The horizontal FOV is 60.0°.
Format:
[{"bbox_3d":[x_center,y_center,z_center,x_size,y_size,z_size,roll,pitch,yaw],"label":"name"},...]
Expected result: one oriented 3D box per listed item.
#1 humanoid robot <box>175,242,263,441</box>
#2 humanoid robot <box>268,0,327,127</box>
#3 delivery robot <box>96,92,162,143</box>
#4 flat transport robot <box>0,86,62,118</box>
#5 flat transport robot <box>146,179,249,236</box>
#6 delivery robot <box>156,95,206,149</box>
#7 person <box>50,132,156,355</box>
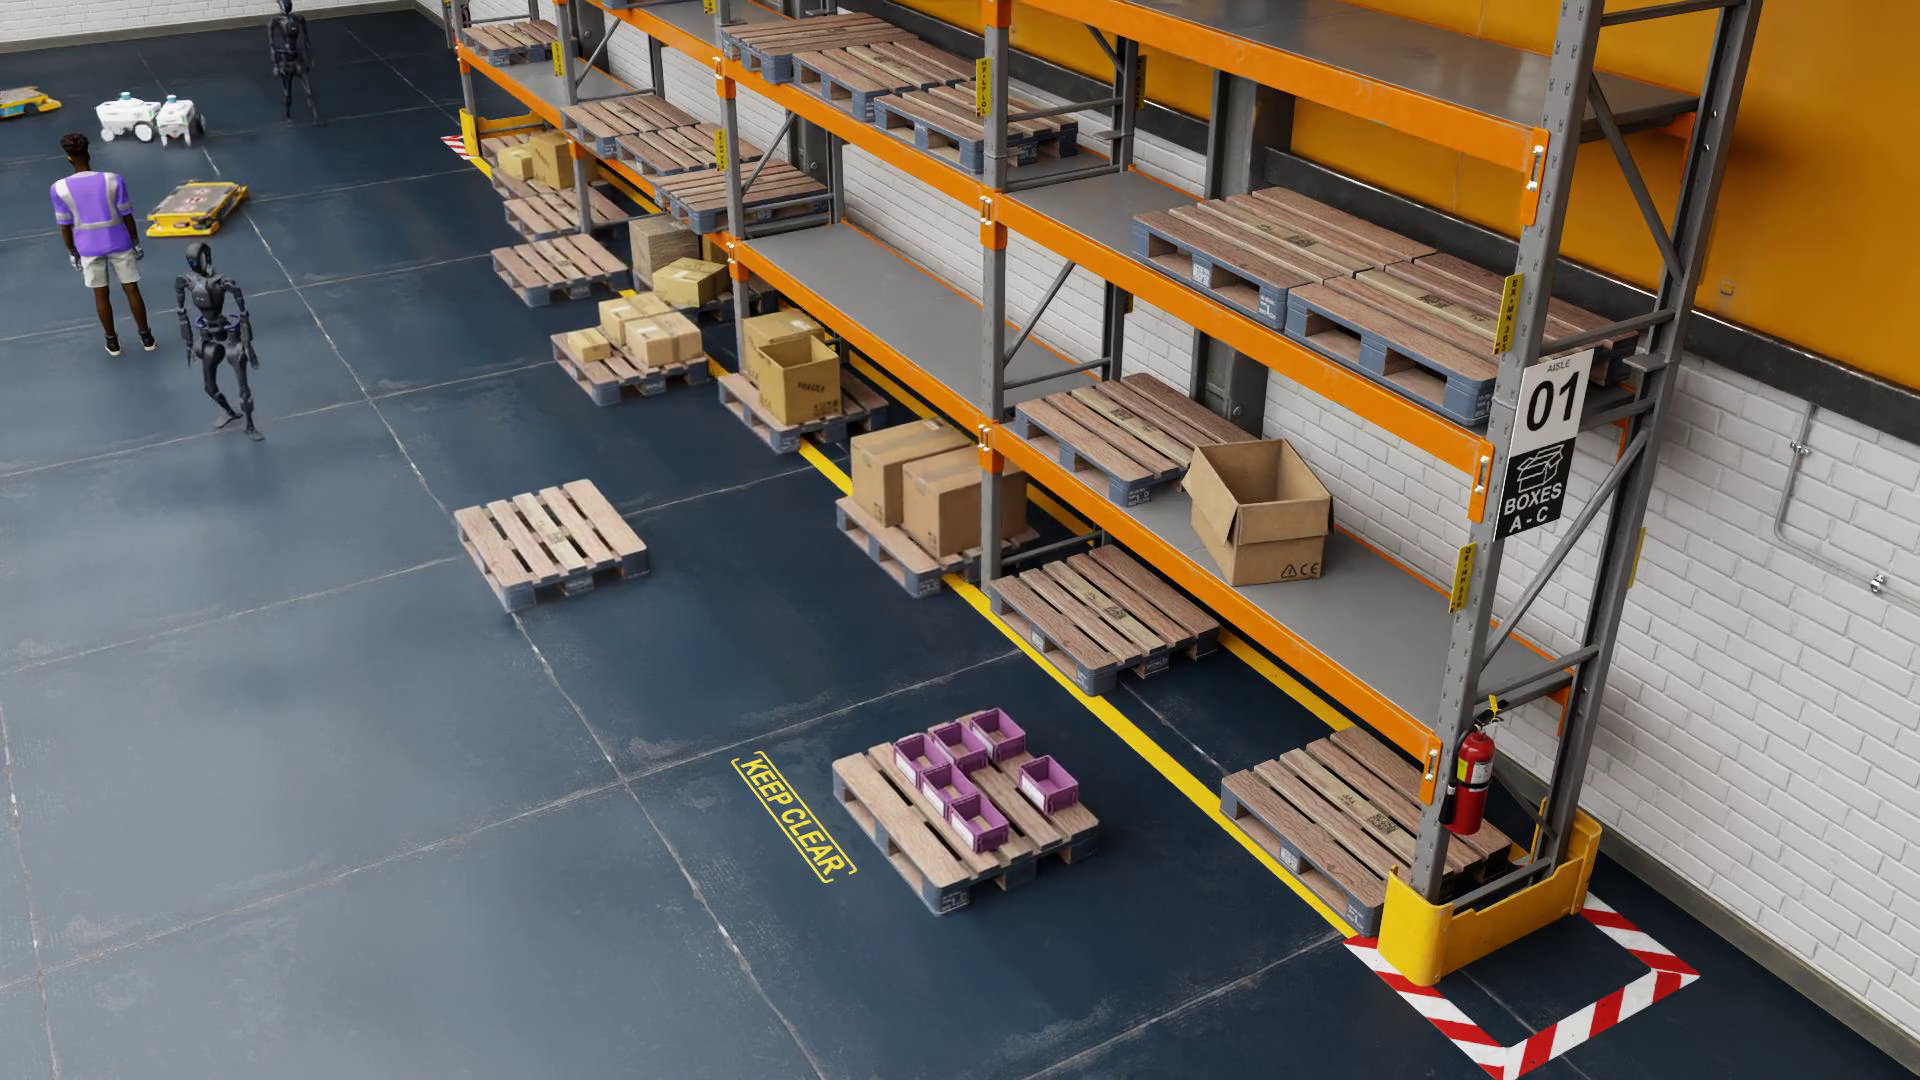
[{"bbox_3d":[-5.754,-1.568,12.978,0.585,1.646,0.452,1,30,2],"label":"humanoid robot"},{"bbox_3d":[-8.387,-6.017,20.878,0.795,1.621,0.609,21,36,32],"label":"humanoid robot"},{"bbox_3d":[-10.244,-5.232,20.566,0.774,0.583,0.499,1,30,1],"label":"delivery robot"},{"bbox_3d":[-12.482,-5.574,21.473,0.659,0.231,1.431,21,36,32],"label":"flat transport robot"},{"bbox_3d":[-8.236,-3.593,17.975,0.659,0.231,1.431,-3,30,-5],"label":"flat transport robot"},{"bbox_3d":[-9.634,-5.167,20.481,0.499,0.612,0.796,-7,30,-12],"label":"delivery robot"},{"bbox_3d":[-7.432,-2.554,14.430,0.602,1.958,0.377,-14,32,-22],"label":"person"}]
